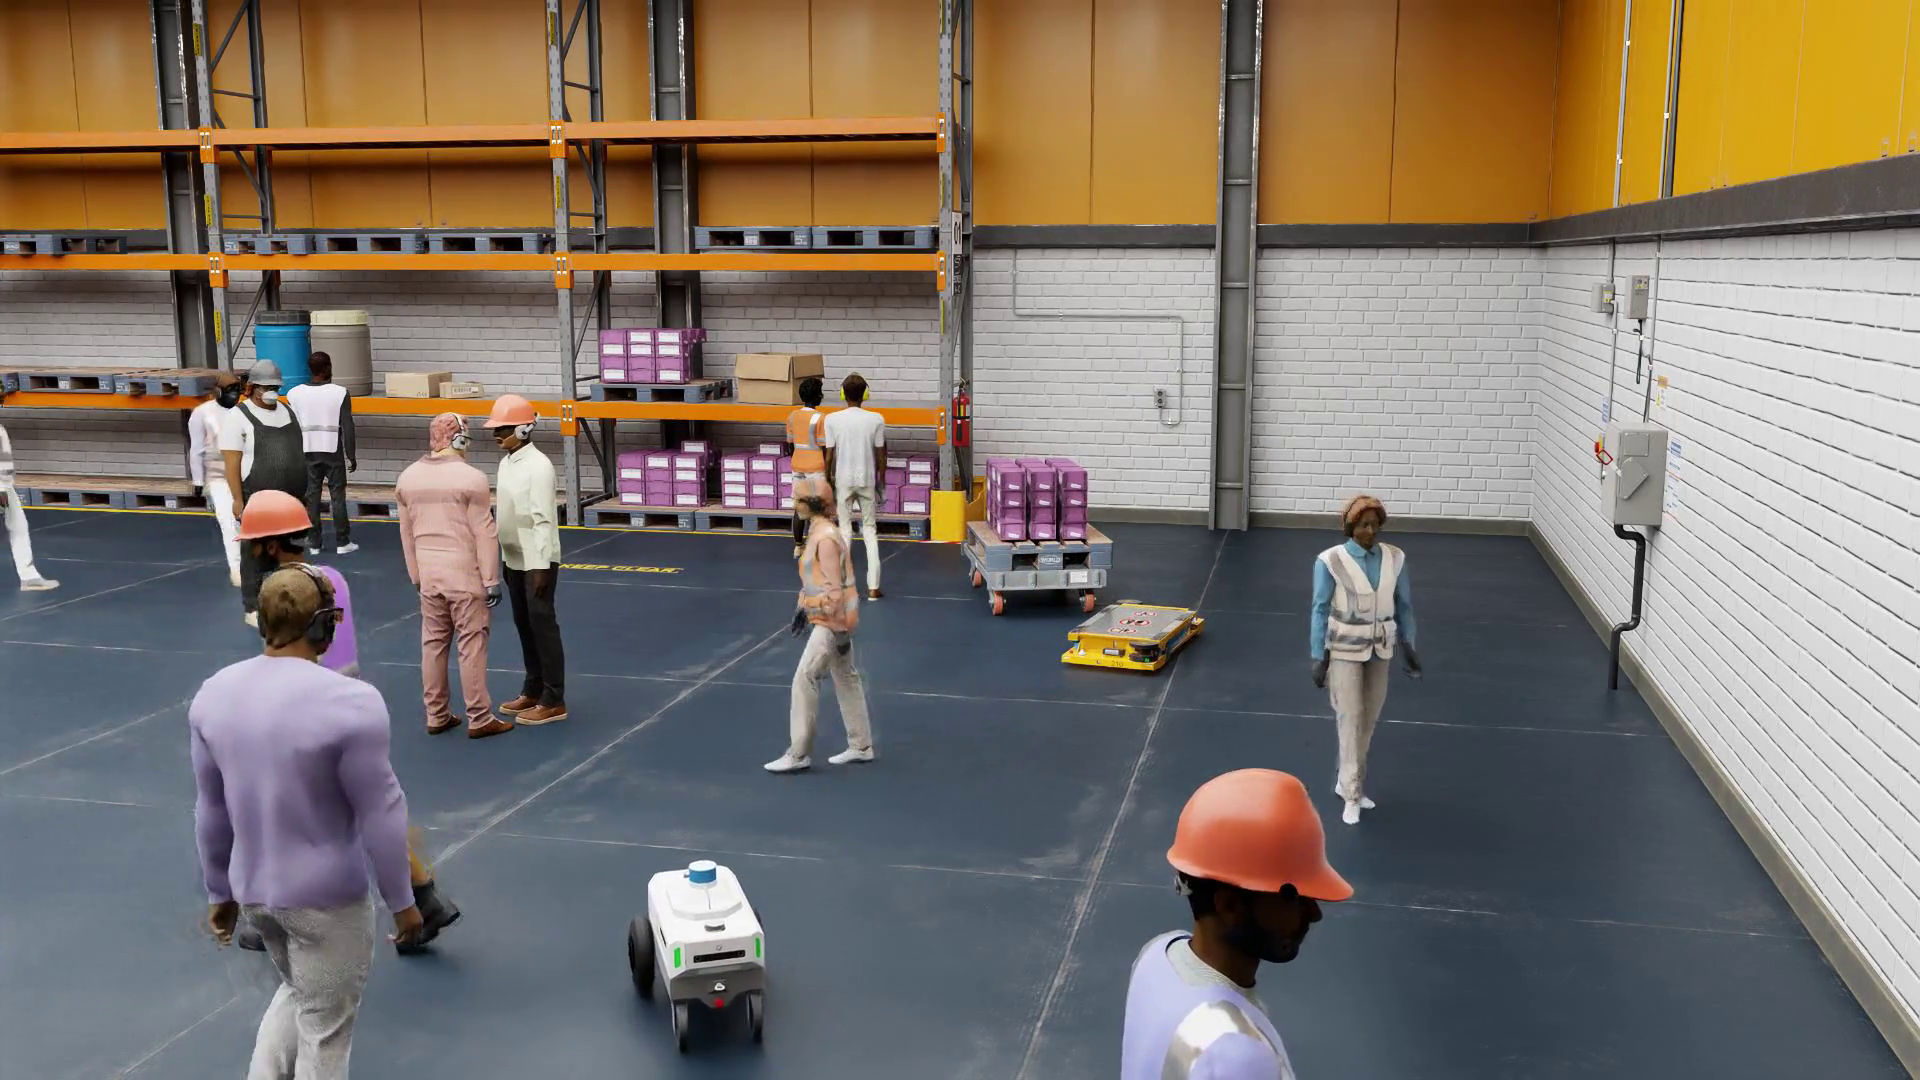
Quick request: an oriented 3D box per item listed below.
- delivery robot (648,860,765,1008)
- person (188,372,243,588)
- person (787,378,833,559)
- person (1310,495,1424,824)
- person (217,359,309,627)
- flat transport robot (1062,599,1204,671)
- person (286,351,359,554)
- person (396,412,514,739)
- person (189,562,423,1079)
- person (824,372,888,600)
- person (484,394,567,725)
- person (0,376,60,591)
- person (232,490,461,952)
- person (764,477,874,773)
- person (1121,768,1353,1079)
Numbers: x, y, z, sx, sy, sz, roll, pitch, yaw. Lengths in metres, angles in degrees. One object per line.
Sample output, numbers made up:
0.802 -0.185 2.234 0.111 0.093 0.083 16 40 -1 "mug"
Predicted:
-0.945 1.431 6.148 0.477 0.478 0.707 -3 10 -17 "delivery robot"
-6.113 -0.506 14.142 0.756 1.819 0.654 8 12 38 "person"
-1.369 -0.649 15.363 0.541 1.696 0.315 9 13 42 "person"
2.004 0.586 8.323 0.569 1.628 0.465 -4 10 -21 "person"
-5.238 -0.371 12.700 0.536 2.000 0.688 5 11 29 "person"
1.253 0.660 11.826 0.652 0.197 1.431 4 10 21 "flat transport robot"
-6.015 -0.816 15.708 0.597 1.914 0.370 0 10 -3 "person"
-2.930 0.208 9.692 0.638 1.903 0.406 4 10 22 "person"
-1.878 1.019 4.826 0.643 1.925 0.434 4 10 24 "person"
-0.851 -0.426 13.554 0.531 1.864 0.313 -1 10 -5 "person"
-2.620 0.116 10.000 0.404 1.987 0.608 -8 12 -39 "person"
-8.062 -0.457 13.758 0.879 1.860 0.581 -3 10 -19 "person"
-2.459 0.739 6.574 0.889 1.900 0.539 2 10 11 "person"
-0.797 0.466 9.014 0.724 1.607 0.530 -1 10 -7 "person"
0.456 1.336 2.909 0.375 1.934 0.548 -1 10 -8 "person"
